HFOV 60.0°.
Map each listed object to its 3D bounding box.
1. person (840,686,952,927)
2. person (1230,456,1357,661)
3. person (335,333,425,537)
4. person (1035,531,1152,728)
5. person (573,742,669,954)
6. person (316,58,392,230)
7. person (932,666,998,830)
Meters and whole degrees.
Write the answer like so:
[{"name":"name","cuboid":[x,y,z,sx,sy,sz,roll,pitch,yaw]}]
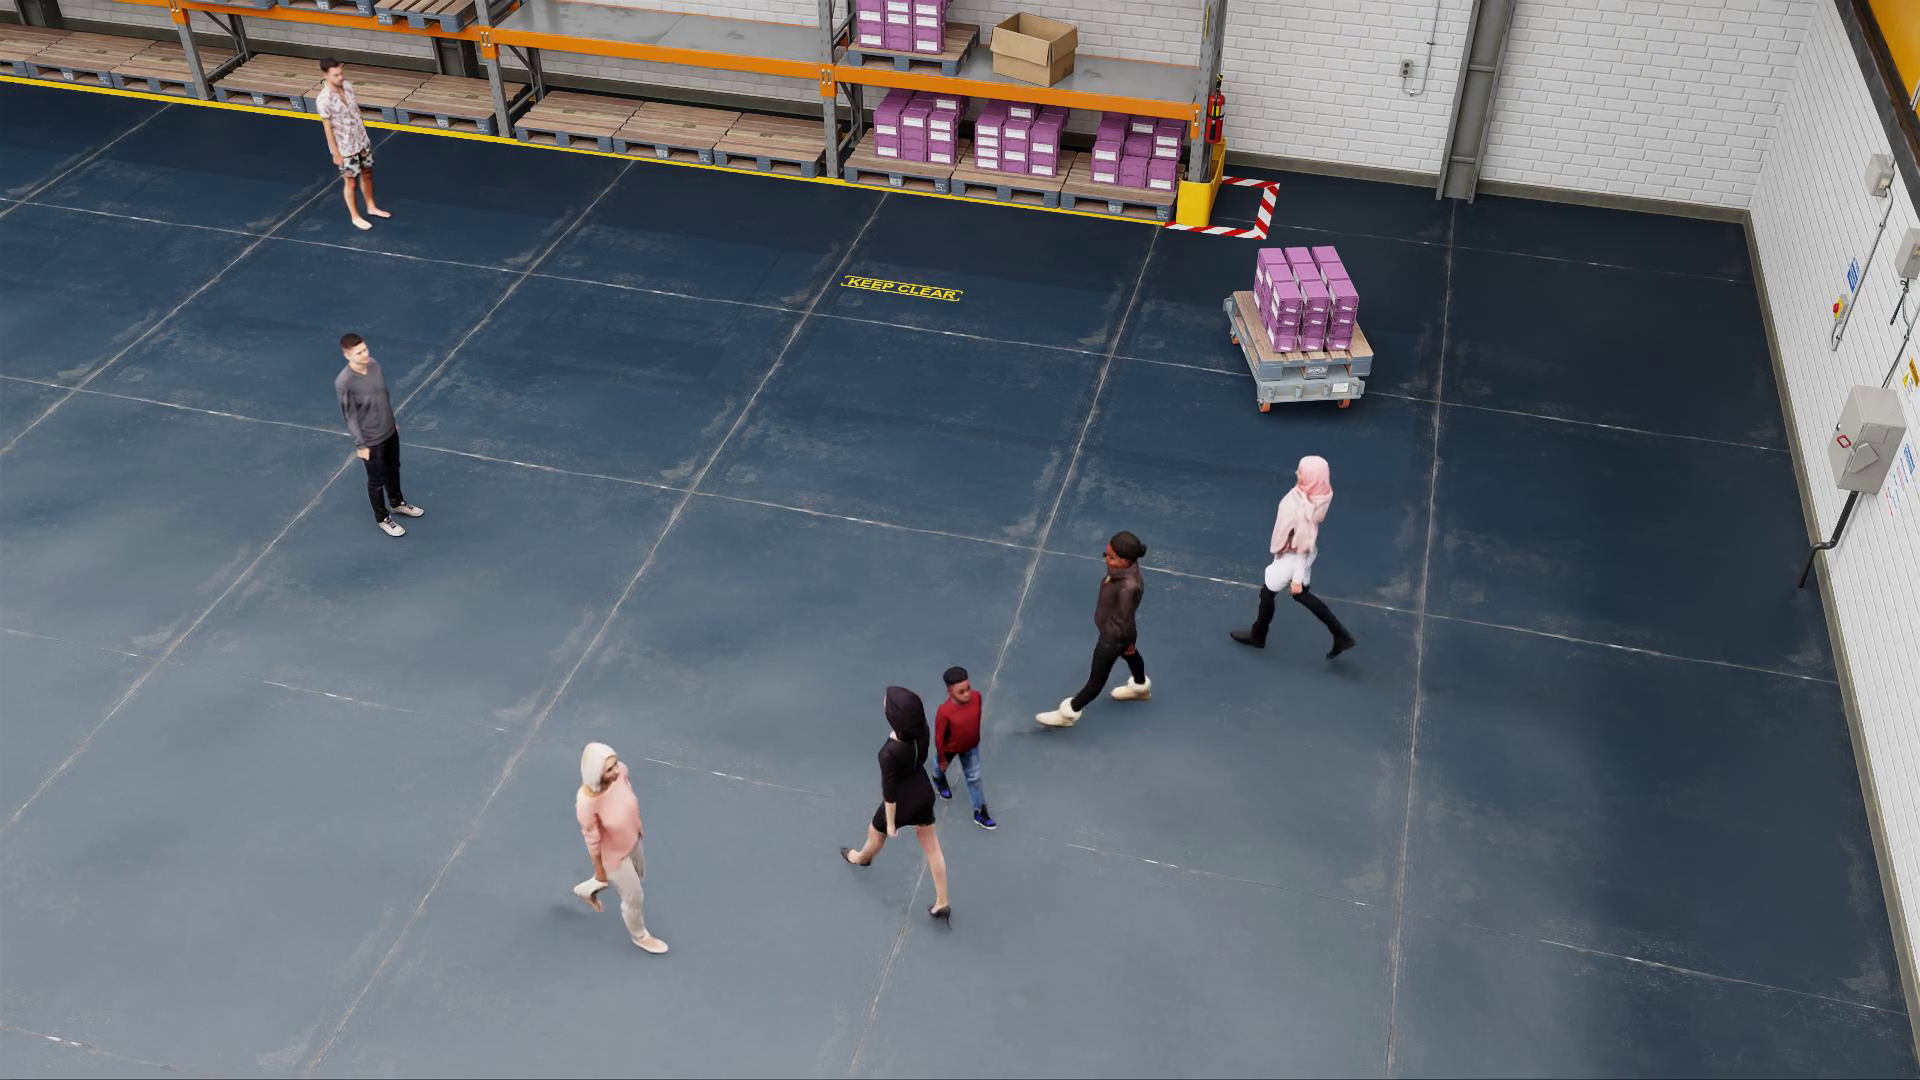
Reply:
[{"name":"person","cuboid":[-0.251,1.649,9.960,1.212,1.754,0.975,29,47,31]},{"name":"person","cuboid":[2.476,0.173,11.793,1.168,1.774,0.737,14,41,17]},{"name":"person","cuboid":[-4.604,-0.856,13.092,0.543,1.760,0.634,13,40,16]},{"name":"person","cuboid":[0.911,0.619,11.348,0.811,1.630,1.146,9,39,11]},{"name":"person","cuboid":[-2.103,1.781,9.831,0.880,1.709,0.617,12,40,15]},{"name":"person","cuboid":[-6.314,-4.109,17.125,0.629,1.810,0.707,15,41,18]},{"name":"person","cuboid":[-0.051,1.283,10.839,0.855,1.230,0.914,-20,43,-23]}]
